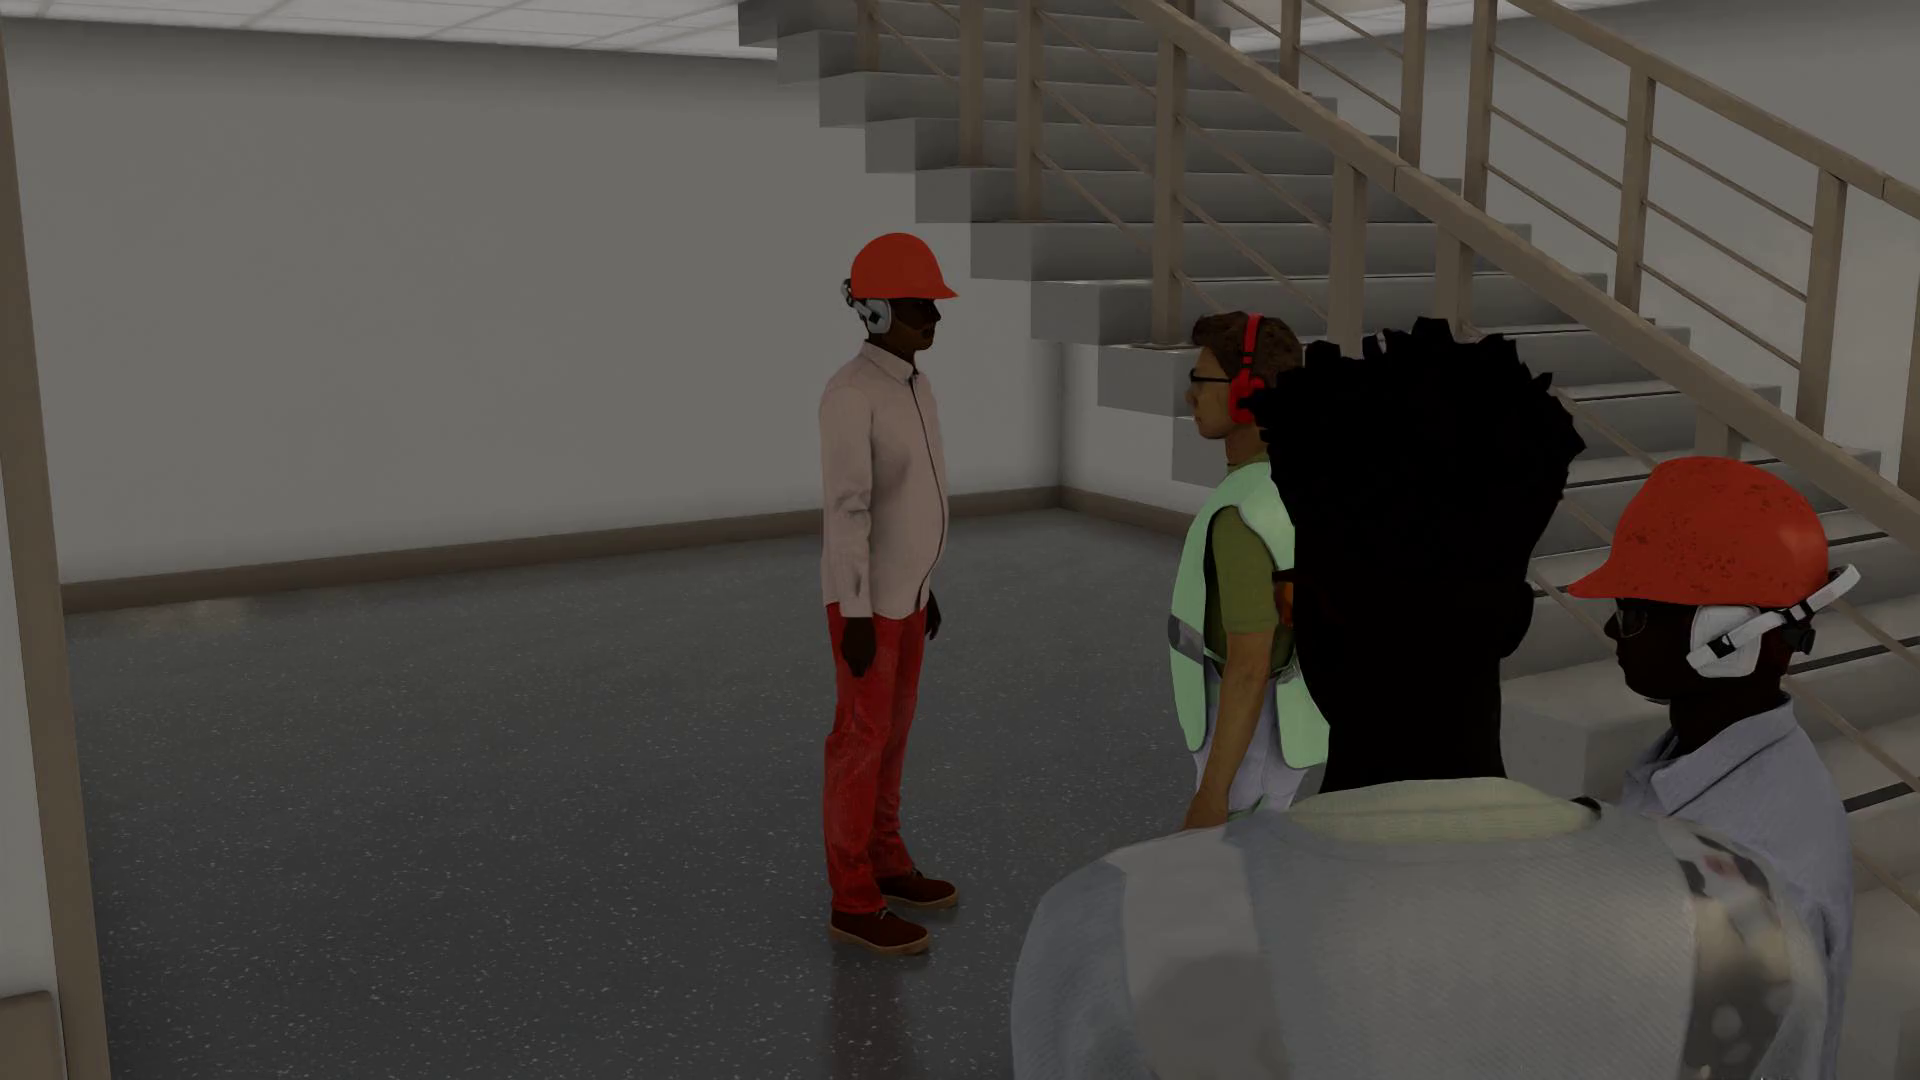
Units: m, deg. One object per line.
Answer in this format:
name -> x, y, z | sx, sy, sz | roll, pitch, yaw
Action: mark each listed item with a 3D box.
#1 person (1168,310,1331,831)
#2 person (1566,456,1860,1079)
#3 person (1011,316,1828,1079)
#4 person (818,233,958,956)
person -> 0.613, 0.445, 3.516 | 0.389, 1.848, 0.567 | 3, 11, 18
person -> 0.881, 0.767, 2.068 | 0.329, 1.751, 0.572 | 3, 11, 17
person -> 0.325, 0.812, 1.317 | 0.610, 1.953, 0.387 | -2, 11, -9
person -> -0.193, 0.144, 4.705 | 0.393, 1.995, 0.612 | 3, 11, 17
